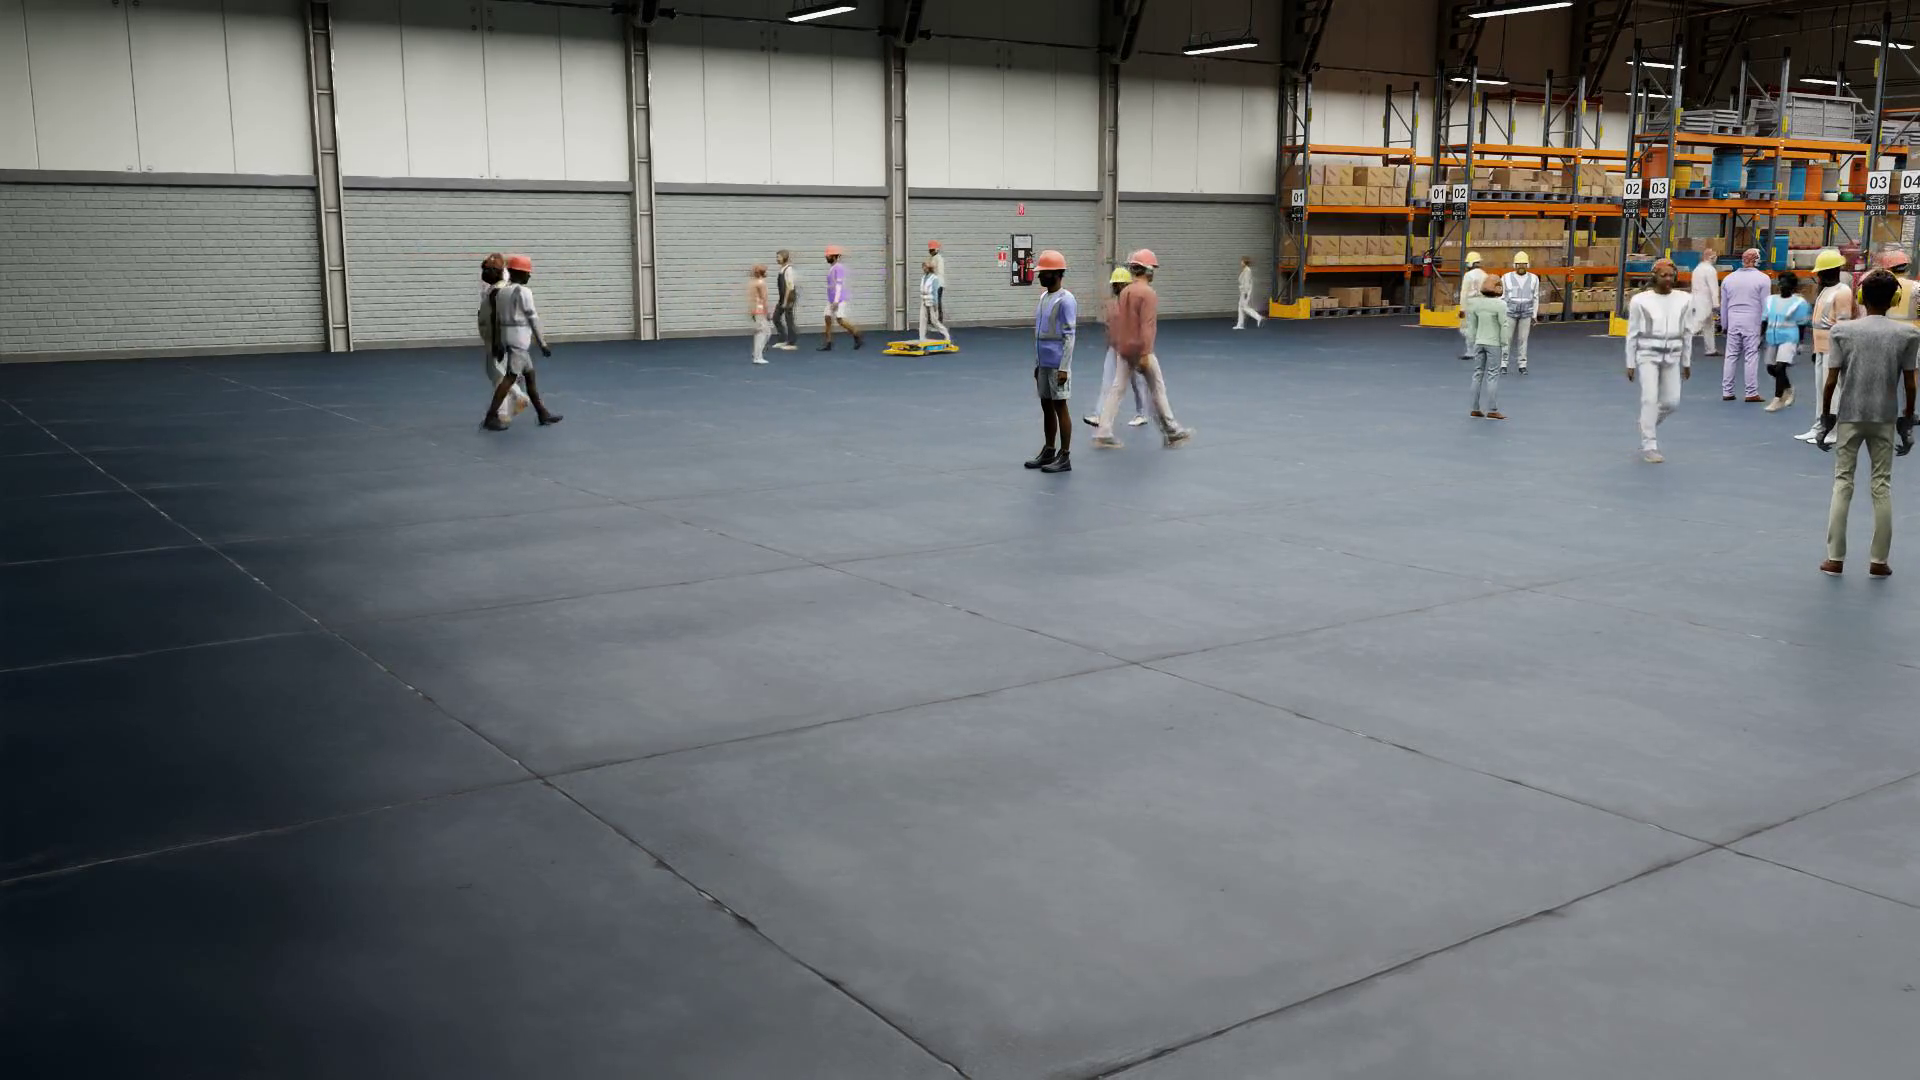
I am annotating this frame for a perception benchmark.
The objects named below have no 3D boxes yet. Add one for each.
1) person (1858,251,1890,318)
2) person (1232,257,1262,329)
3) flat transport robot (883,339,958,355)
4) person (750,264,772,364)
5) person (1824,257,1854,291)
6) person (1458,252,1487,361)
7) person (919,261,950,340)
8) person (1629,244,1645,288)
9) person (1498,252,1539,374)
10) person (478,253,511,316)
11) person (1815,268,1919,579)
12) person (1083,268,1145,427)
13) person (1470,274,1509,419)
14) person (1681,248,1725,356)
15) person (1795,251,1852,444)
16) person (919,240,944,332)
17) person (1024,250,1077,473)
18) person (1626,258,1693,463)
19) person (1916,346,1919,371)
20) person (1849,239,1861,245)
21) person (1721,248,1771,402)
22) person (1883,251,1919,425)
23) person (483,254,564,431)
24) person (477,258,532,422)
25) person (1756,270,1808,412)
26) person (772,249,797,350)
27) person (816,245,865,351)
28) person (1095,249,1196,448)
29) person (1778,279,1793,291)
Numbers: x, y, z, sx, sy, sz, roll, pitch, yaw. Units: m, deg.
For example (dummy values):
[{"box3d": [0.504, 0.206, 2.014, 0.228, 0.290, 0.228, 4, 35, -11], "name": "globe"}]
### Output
[{"box3d": [12.853, -3.111, 23.340, 0.981, 1.863, 0.643, -7, 12, -34], "name": "person"}, {"box3d": [6.416, -5.500, 37.045, 0.576, 1.619, 0.524, 1, 10, 3], "name": "person"}, {"box3d": [-0.684, -3.395, 29.223, 0.652, 0.197, 1.431, 6, 12, 31], "name": "flat transport robot"}, {"box3d": [-3.224, -3.668, 27.024, 0.394, 1.625, 0.524, -3, 11, -18], "name": "person"}, {"box3d": [15.720, -4.227, 29.861, 0.509, 1.701, 0.888, 2, 11, 12], "name": "person"}, {"box3d": [8.507, -3.841, 27.430, 0.603, 1.814, 0.536, -9, 14, -42], "name": "person"}, {"box3d": [-0.527, -4.417, 31.129, 0.700, 1.614, 0.524, -8, 13, -38], "name": "person"}, {"box3d": [18.709, -7.272, 46.085, 0.982, 1.880, 0.603, -5, 12, -28], "name": "person"}, {"box3d": [8.370, -3.396, 24.945, 0.586, 1.833, 0.403, 1, 10, 7], "name": "person"}, {"box3d": [-7.543, -3.798, 27.244, 0.625, 1.815, 0.915, 3, 11, 17], "name": "person"}, {"box3d": [5.485, -0.701, 10.072, 0.528, 1.869, 0.313, 5, 11, 25], "name": "person"}, {"box3d": [1.720, -2.068, 17.956, 0.895, 1.711, 0.543, -10, 14, -43], "name": "person"}, {"box3d": [6.001, -2.185, 18.846, 0.286, 1.636, 0.500, -7, 12, -32], "name": "person"}, {"box3d": [12.742, -4.078, 28.598, 0.917, 1.872, 0.642, 1, 10, 4], "name": "person"}, {"box3d": [8.635, -1.910, 16.575, 0.389, 1.916, 0.585, 2, 11, 10], "name": "person"}, {"box3d": [-0.640, -5.501, 36.064, 0.623, 1.978, 0.653, -5, 12, -26], "name": "person"}, {"box3d": [0.800, -1.562, 14.605, 0.361, 1.938, 0.545, -5, 11, -26], "name": "person"}, {"box3d": [6.406, -1.654, 15.300, 0.594, 1.865, 0.551, 0, 10, 1], "name": "person"}, {"box3d": [15.001, -3.375, 25.445, 0.789, 1.604, 0.498, 1, 10, 3], "name": "person"}, {"box3d": [25.300, -7.485, 46.899, 0.682, 2.003, 0.618, 0, 10, 2], "name": "person"}, {"box3d": [9.860, -2.684, 20.836, 0.406, 1.911, 0.636, -7, 13, -35], "name": "person"}, {"box3d": [10.338, -2.203, 18.254, 0.707, 1.901, 0.356, 7, 13, 35], "name": "person"}, {"box3d": [-4.742, -2.115, 17.834, 1.032, 1.881, 0.537, -9, 14, -40], "name": "person"}, {"box3d": [-5.125, -2.219, 18.532, 0.469, 1.831, 0.628, -3, 11, -14], "name": "person"}, {"box3d": [9.794, -2.363, 19.705, 0.709, 1.673, 0.536, -6, 12, -28], "name": "person"}, {"box3d": [-3.226, -4.348, 30.196, 0.562, 1.829, 0.508, -6, 12, -28], "name": "person"}, {"box3d": [-2.165, -4.347, 29.938, 0.813, 1.916, 0.545, -5, 11, -25], "name": "person"}, {"box3d": [1.783, -1.857, 16.235, 1.060, 1.928, 0.620, -5, 11, -25], "name": "person"}, {"box3d": [24.078, -7.687, 48.526, 0.937, 1.809, 0.550, 2, 11, 10], "name": "person"}]
